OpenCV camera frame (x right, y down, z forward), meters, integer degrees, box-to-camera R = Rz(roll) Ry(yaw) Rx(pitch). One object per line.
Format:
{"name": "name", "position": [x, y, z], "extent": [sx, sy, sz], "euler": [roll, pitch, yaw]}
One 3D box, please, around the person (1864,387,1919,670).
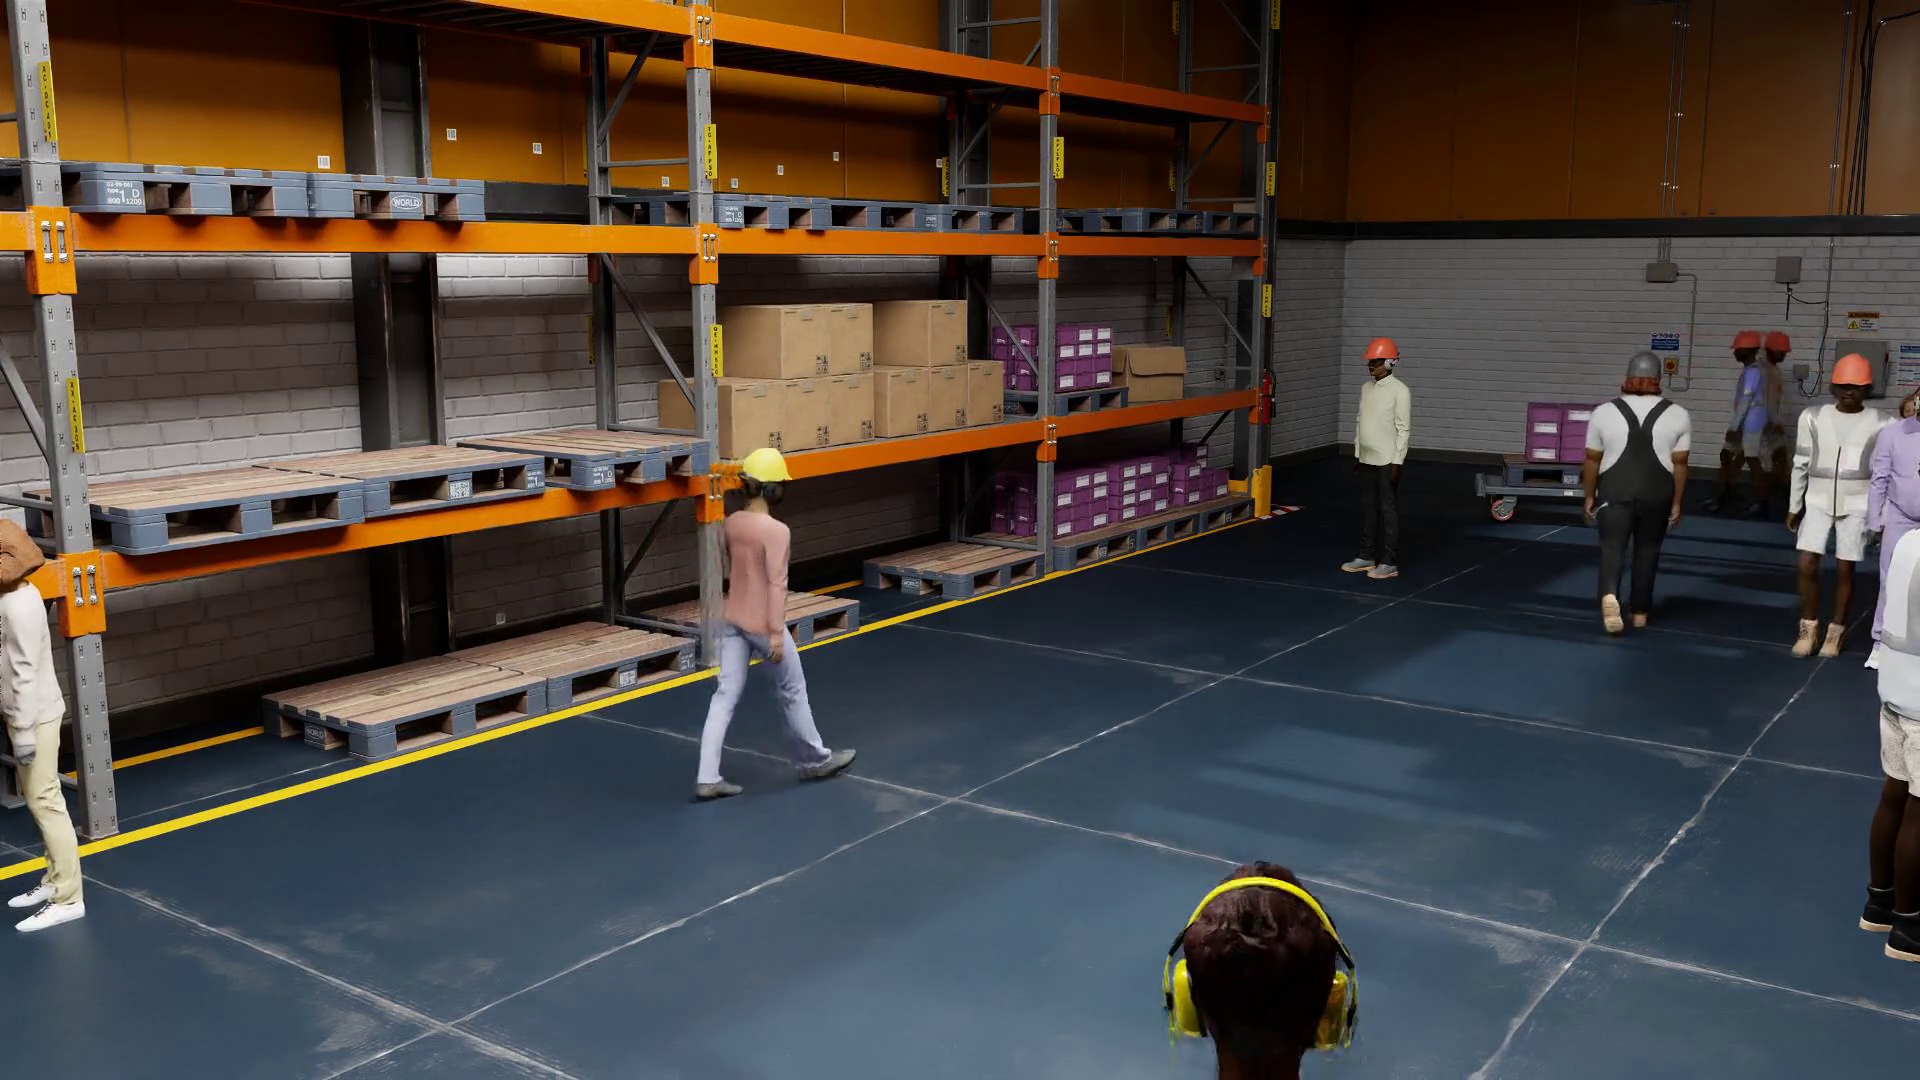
{"name": "person", "position": [6.111, -0.085, 10.547], "extent": [0.651, 1.906, 0.402], "euler": [6, 11, 31]}

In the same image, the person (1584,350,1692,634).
{"name": "person", "position": [4.756, -0.349, 11.720], "extent": [0.688, 2.000, 0.855], "euler": [4, 10, 21]}

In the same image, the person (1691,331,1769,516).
{"name": "person", "position": [8.020, -1.201, 17.214], "extent": [0.854, 1.902, 0.555], "euler": [4, 10, 21]}

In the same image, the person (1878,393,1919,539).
{"name": "person", "position": [7.400, -0.351, 12.994], "extent": [0.520, 1.621, 0.615], "euler": [6, 11, 34]}

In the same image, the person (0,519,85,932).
{"name": "person", "position": [-3.701, 0.721, 6.584], "extent": [0.284, 1.627, 0.505], "euler": [-6, 11, -33]}

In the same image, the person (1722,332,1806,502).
{"name": "person", "position": [8.719, -1.297, 17.899], "extent": [0.539, 1.868, 0.999], "euler": [-9, 13, -42]}

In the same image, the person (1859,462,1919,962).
{"name": "person", "position": [3.664, 0.603, 6.263], "extent": [0.361, 1.966, 0.612], "euler": [2, 10, 12]}

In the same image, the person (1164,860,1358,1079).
{"name": "person", "position": [0.364, 1.351, 2.163], "extent": [0.521, 1.855, 0.708], "euler": [3, 10, 16]}

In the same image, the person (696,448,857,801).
{"name": "person", "position": [-0.953, 0.401, 8.190], "extent": [0.898, 1.711, 0.545], "euler": [-8, 13, -41]}

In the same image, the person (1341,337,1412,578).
{"name": "person", "position": [3.487, -0.684, 13.852], "extent": [0.376, 1.995, 0.612], "euler": [-4, 10, -24]}

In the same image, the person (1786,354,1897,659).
{"name": "person", "position": [5.723, -0.195, 10.843], "extent": [0.655, 2.019, 0.678], "euler": [7, 12, 37]}
